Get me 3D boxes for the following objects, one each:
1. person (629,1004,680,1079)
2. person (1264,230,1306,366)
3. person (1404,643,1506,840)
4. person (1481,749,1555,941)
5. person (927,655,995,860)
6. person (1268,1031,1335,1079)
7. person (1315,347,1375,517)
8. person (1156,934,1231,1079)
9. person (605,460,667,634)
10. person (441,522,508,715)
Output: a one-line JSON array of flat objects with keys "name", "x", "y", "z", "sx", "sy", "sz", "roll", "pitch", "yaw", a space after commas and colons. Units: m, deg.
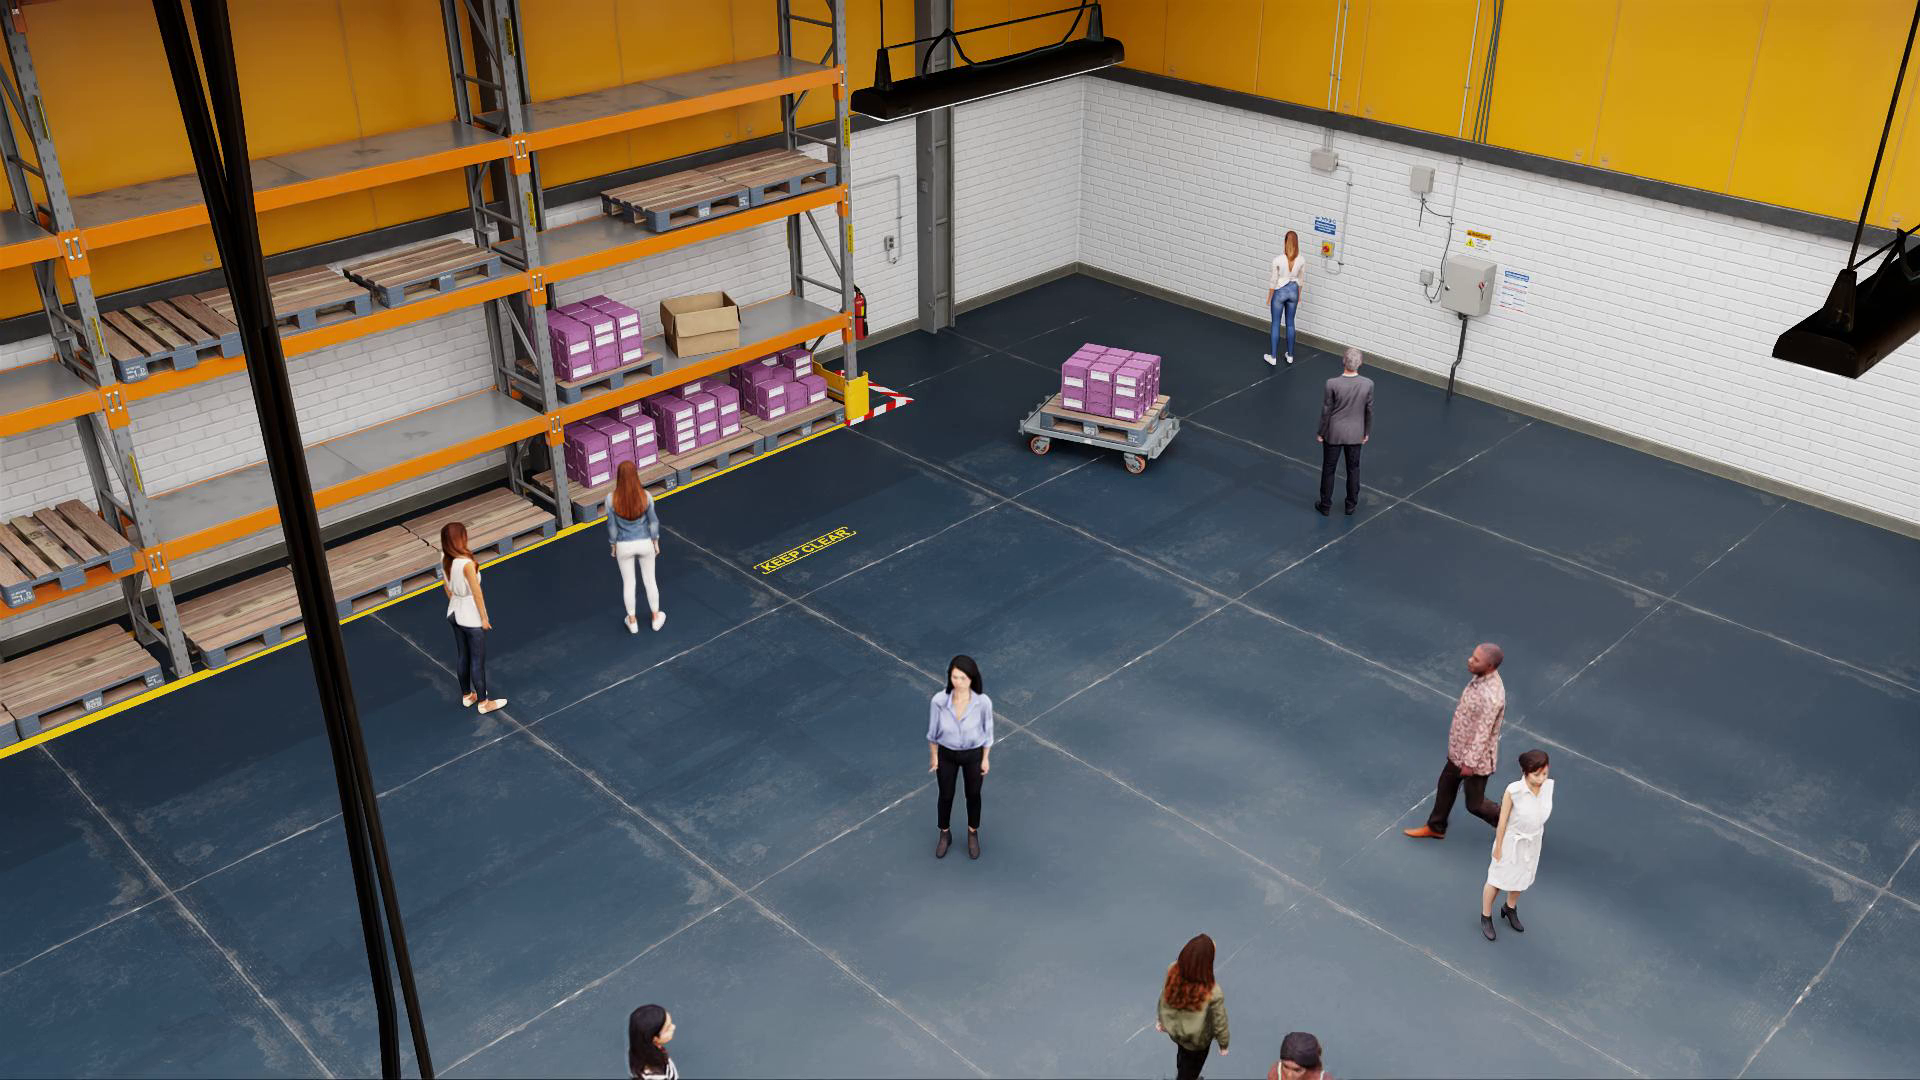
[{"name": "person", "x": -1.665, "y": 3.274, "z": 9.219, "sx": 0.610, "sy": 1.795, "sz": 0.654, "roll": -14, "pitch": 31, "yaw": -23}, {"name": "person", "x": 4.083, "y": -3.050, "z": 20.890, "sx": 0.640, "sy": 1.719, "sz": 0.753, "roll": -6, "pitch": 29, "yaw": -12}, {"name": "person", "x": 3.899, "y": 1.576, "z": 12.345, "sx": 1.175, "sy": 1.782, "sz": 1.130, "roll": 1, "pitch": 29, "yaw": 3}, {"name": "person", "x": 3.902, "y": 2.105, "z": 11.612, "sx": 0.582, "sy": 1.555, "sz": 0.696, "roll": -10, "pitch": 30, "yaw": -18}, {"name": "person", "x": 0.011, "y": 1.607, "z": 12.328, "sx": 0.720, "sy": 1.743, "sz": 0.758, "roll": 3, "pitch": 29, "yaw": 5}, {"name": "person", "x": 1.913, "y": 3.322, "z": 9.268, "sx": 0.969, "sy": 1.663, "sz": 1.218, "roll": 7, "pitch": 29, "yaw": 12}, {"name": "person", "x": 3.977, "y": -1.127, "z": 17.240, "sx": 0.785, "sy": 1.840, "sz": 0.852, "roll": -1, "pitch": 29, "yaw": -2}, {"name": "person", "x": 1.341, "y": 3.014, "z": 10.042, "sx": 0.690, "sy": 1.461, "sz": 0.603, "roll": -26, "pitch": 38, "yaw": -38}, {"name": "person", "x": -2.974, "y": 0.065, "z": 15.200, "sx": 0.641, "sy": 1.700, "sz": 0.750, "roll": -5, "pitch": 29, "yaw": -10}, {"name": "person", "x": -4.172, "y": 0.650, "z": 14.040, "sx": 0.619, "sy": 1.784, "sz": 0.552, "roll": 21, "pitch": 35, "yaw": 34}]
